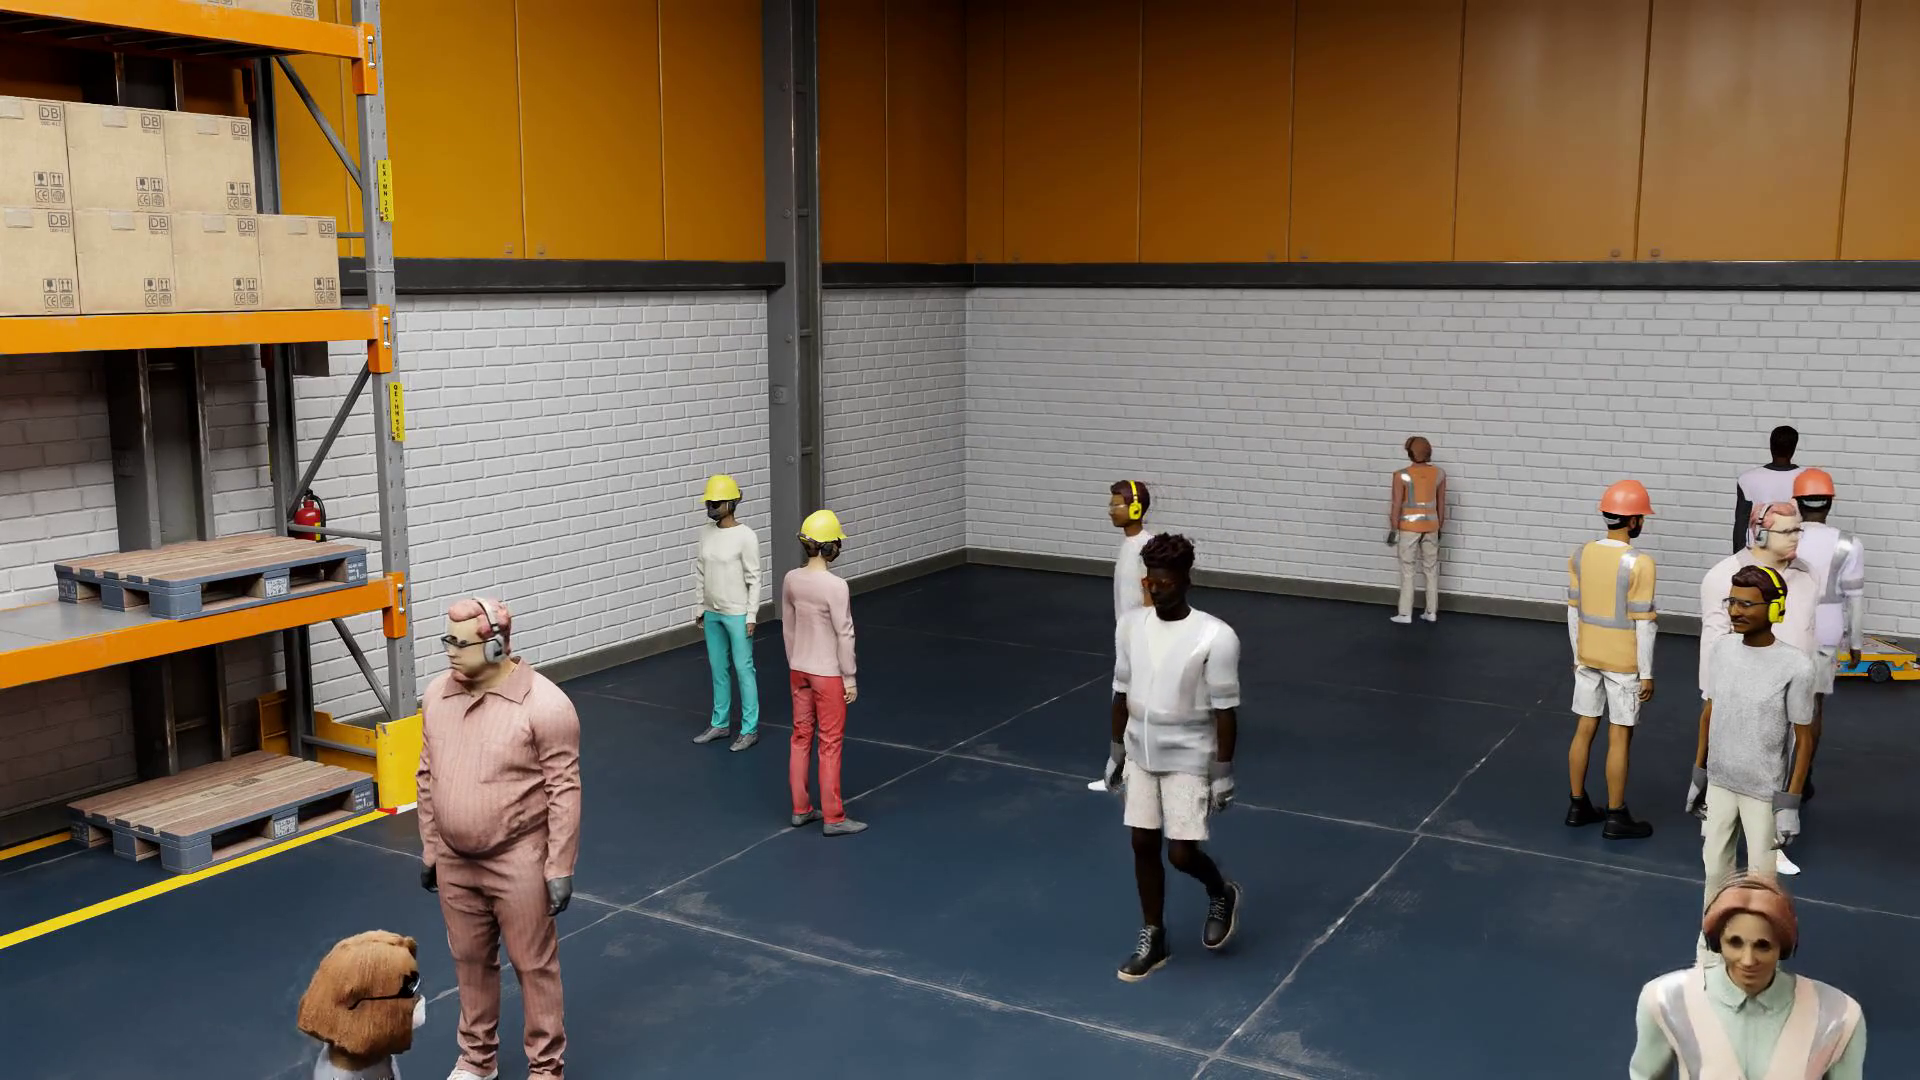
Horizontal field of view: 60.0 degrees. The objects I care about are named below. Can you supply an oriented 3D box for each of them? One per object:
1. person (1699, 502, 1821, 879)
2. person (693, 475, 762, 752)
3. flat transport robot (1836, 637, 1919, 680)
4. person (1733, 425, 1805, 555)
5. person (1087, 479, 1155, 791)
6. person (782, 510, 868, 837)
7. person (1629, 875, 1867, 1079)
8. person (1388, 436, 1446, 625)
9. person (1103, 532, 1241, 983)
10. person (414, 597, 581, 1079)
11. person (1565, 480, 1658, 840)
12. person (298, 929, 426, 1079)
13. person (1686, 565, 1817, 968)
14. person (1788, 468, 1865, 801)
[{"bbox_3d":[4.024,0.753,8.338,0.653,1.906,0.408,-2,9,-12],"label":"person"},{"bbox_3d":[-1.495,0.461,10.598,0.533,1.768,0.311,7,11,37],"label":"person"},{"bbox_3d":[6.486,0.885,12.602,1.431,0.197,0.652,0,9,1],"label":"flat transport robot"},{"bbox_3d":[6.024,0.115,12.284,0.597,1.916,0.371,3,10,19],"label":"person"},{"bbox_3d":[1.071,0.568,9.657,0.558,1.859,0.509,-1,9,-8],"label":"person"},{"bbox_3d":[-0.746,0.717,9.004,0.523,1.769,0.313,9,12,43],"label":"person"},{"bbox_3d":[1.877,1.585,4.005,0.542,1.624,0.405,3,10,20],"label":"person"},{"bbox_3d":[3.952,-0.079,14.367,0.518,1.639,0.313,-2,9,-14],"label":"person"},{"bbox_3d":[0.930,0.918,7.174,0.611,1.946,0.564,8,12,42],"label":"person"},{"bbox_3d":[-1.673,1.138,5.941,0.652,1.904,0.402,3,10,21],"label":"person"},{"bbox_3d":[3.524,0.638,8.958,0.361,1.938,0.545,-5,10,-28],"label":"person"},{"bbox_3d":[-1.208,1.637,3.722,0.785,1.599,0.515,-3,9,-16],"label":"person"},{"bbox_3d":[3.191,1.022,6.774,0.328,1.872,0.515,-5,10,-28],"label":"person"},{"bbox_3d":[4.941,0.535,9.688,0.582,1.907,0.658,6,11,31],"label":"person"}]
